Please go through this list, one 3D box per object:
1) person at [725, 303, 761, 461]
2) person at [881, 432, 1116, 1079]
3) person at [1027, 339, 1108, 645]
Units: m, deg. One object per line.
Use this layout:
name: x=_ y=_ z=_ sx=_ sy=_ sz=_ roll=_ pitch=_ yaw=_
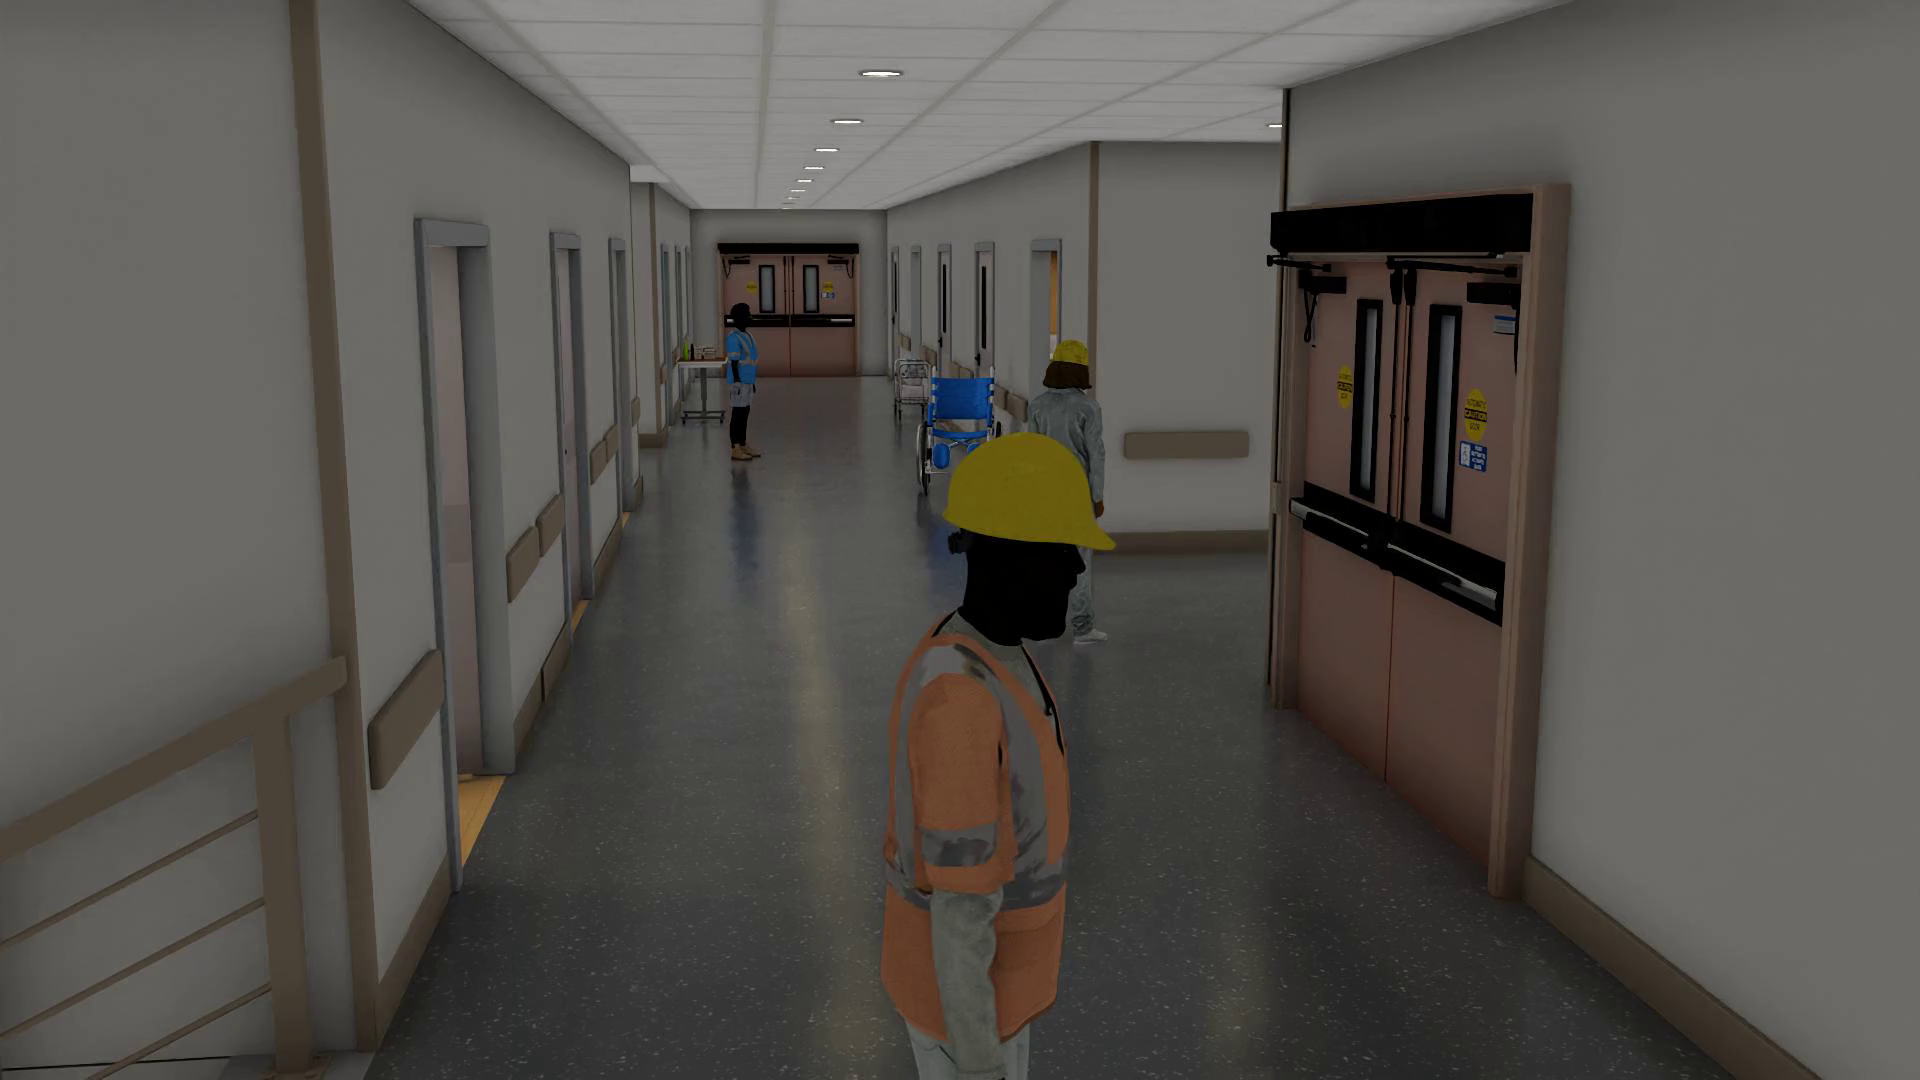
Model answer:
person: x=-2.352 y=-1.713 z=18.003 sx=0.318 sy=1.700 sz=0.535 roll=2 pitch=10 yaw=12
person: x=0.065 y=0.767 z=2.937 sx=0.393 sy=1.918 sz=0.585 roll=1 pitch=10 yaw=7
person: x=0.620 y=-0.271 z=9.502 sx=0.484 sy=1.736 sz=0.305 roll=6 pitch=11 yaw=32
